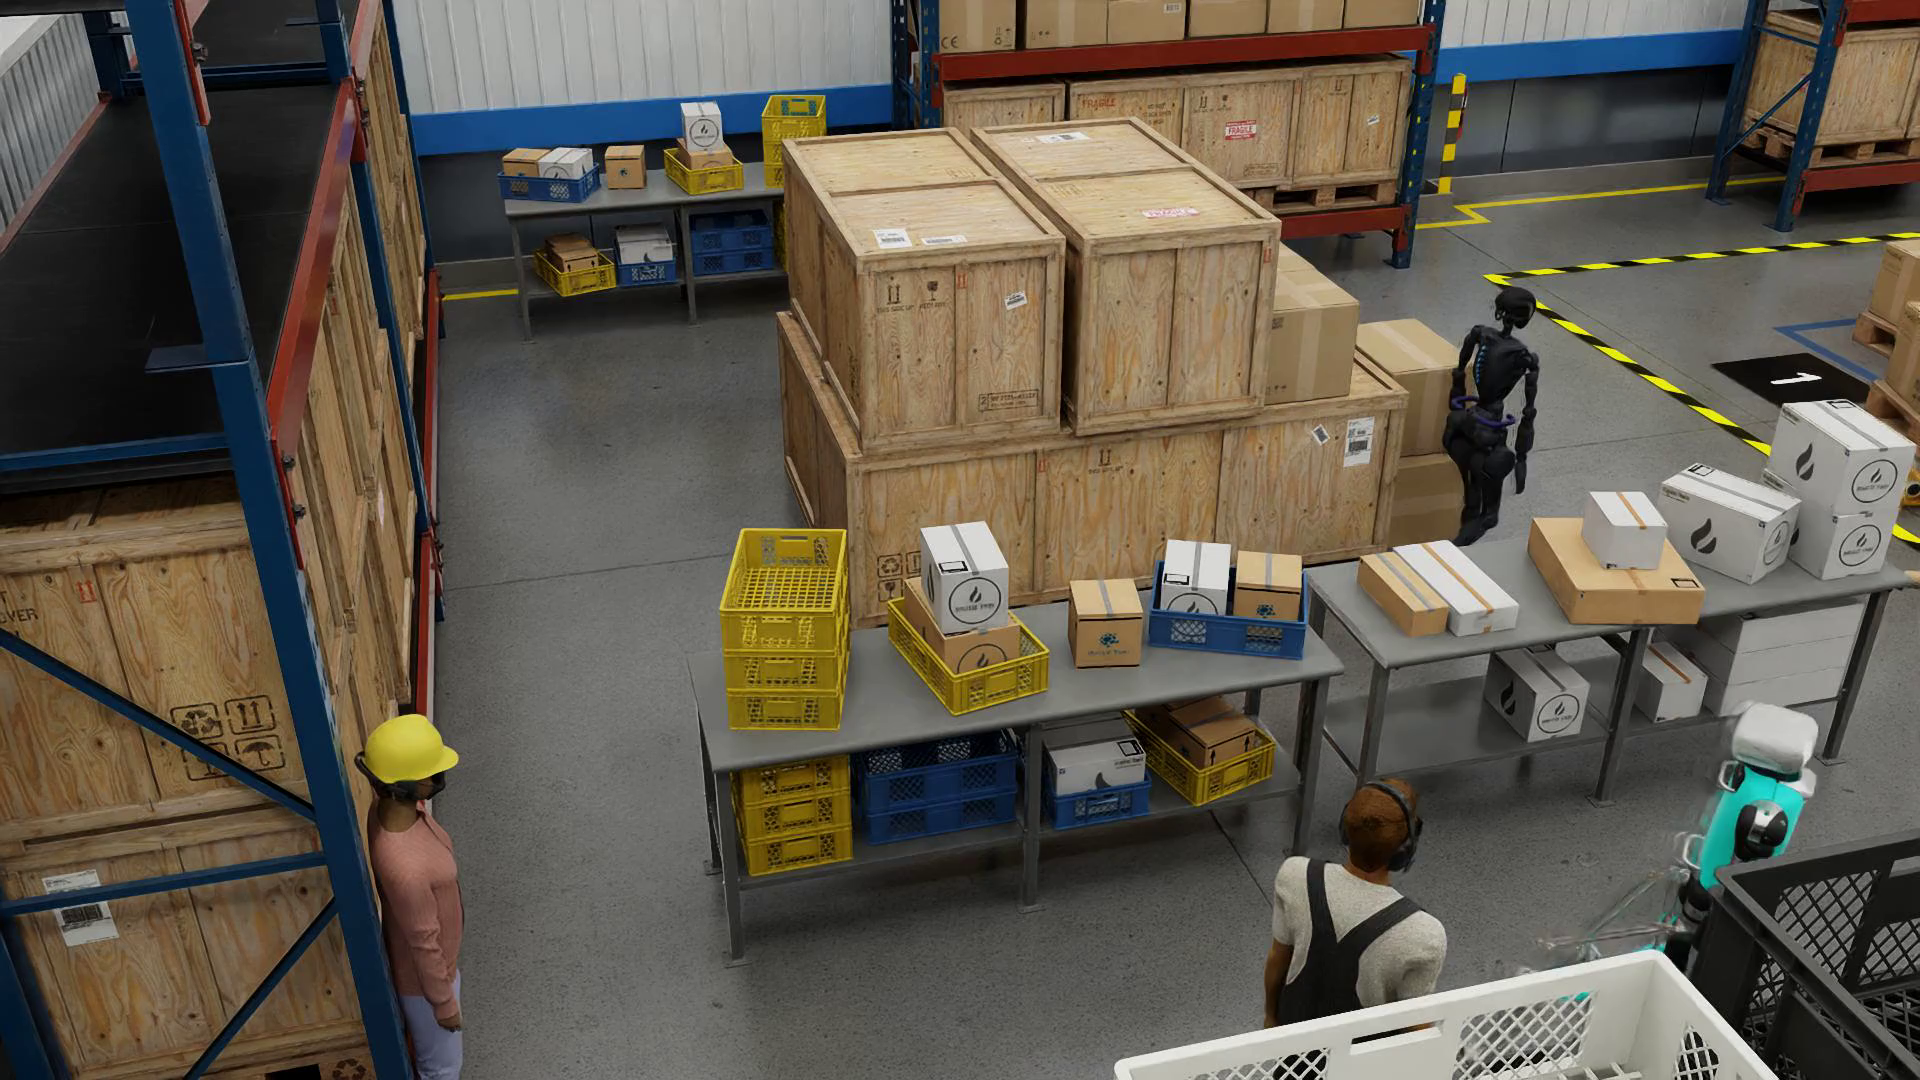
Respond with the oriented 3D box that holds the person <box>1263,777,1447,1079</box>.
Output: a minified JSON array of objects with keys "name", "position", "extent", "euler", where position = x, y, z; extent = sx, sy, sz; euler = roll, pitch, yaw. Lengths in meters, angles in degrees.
[{"name":"person","position":[1.103,1.469,4.829],"extent":[0.507,1.839,0.337],"euler":[19,34,31]}]

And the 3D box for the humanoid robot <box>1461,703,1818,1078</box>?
[{"name":"humanoid robot","position":[2.099,1.224,5.402],"extent":[0.928,1.785,0.541],"euler":[14,32,24]}]

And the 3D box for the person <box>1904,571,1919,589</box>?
[{"name":"person","position":[5.215,-0.556,8.285],"extent":[0.366,2.048,0.605],"euler":[1,29,2]}]

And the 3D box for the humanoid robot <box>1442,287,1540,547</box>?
[{"name":"humanoid robot","position":[2.663,-0.532,8.645],"extent":[0.593,1.638,0.612],"euler":[-14,32,-24]}]

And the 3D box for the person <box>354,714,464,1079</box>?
[{"name":"person","position":[-1.640,1.301,5.213],"extent":[0.336,1.761,0.522],"euler":[-10,31,-18]}]

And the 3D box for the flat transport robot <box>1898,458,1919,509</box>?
[{"name":"flat transport robot","position":[5.950,-0.416,9.843],"extent":[1.431,0.197,0.652],"euler":[0,29,1]}]
